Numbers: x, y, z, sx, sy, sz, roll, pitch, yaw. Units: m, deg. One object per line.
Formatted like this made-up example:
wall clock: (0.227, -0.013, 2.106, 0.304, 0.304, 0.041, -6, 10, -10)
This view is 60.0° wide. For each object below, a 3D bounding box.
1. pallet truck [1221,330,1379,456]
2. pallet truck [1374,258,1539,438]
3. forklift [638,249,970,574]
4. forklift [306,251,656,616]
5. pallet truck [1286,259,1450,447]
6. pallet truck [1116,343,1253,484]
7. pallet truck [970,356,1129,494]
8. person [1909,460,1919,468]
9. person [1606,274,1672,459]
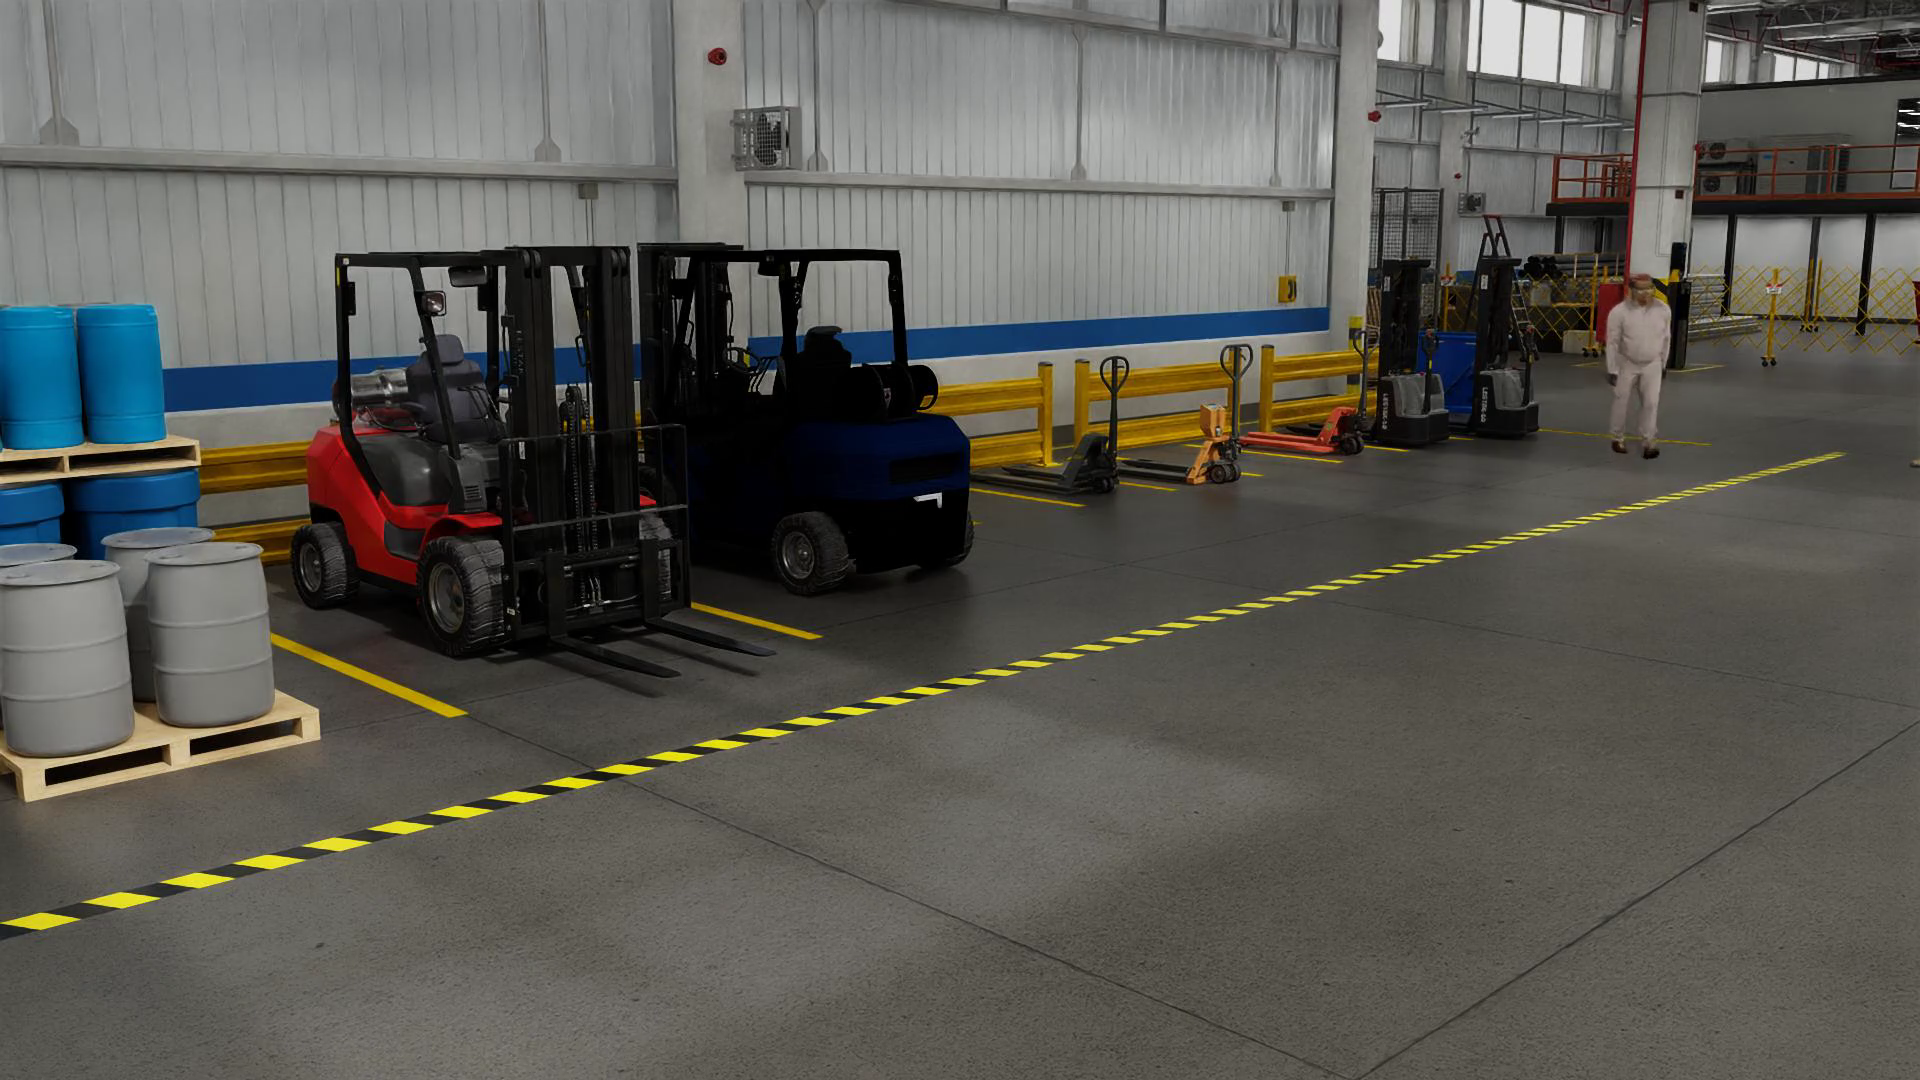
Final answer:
pallet truck: (3.563, -1.581, 17.381, 0.653, 1.274, 1.630, -10, 14, -44)
pallet truck: (5.704, -2.208, 18.901, 1.885, 1.965, 0.823, 10, 14, 43)
forklift: (-1.173, -0.958, 11.239, 2.680, 1.987, 1.157, 10, 14, 43)
forklift: (-2.833, -0.669, 9.694, 1.157, 1.987, 2.680, -10, 14, -44)
pallet truck: (4.493, -2.078, 18.196, 0.823, 1.965, 1.885, -9, 14, -40)
pallet truck: (1.962, -1.215, 15.415, 1.522, 1.261, 0.704, 10, 14, 43)
pallet truck: (0.784, -1.085, 14.876, 0.680, 1.201, 1.601, -10, 14, -44)
person: (9.395, -1.657, 15.770, 0.395, 2.044, 0.609, -1, 10, -6)
person: (6.854, -1.746, 16.802, 0.673, 1.850, 1.050, 1, 10, 7)
